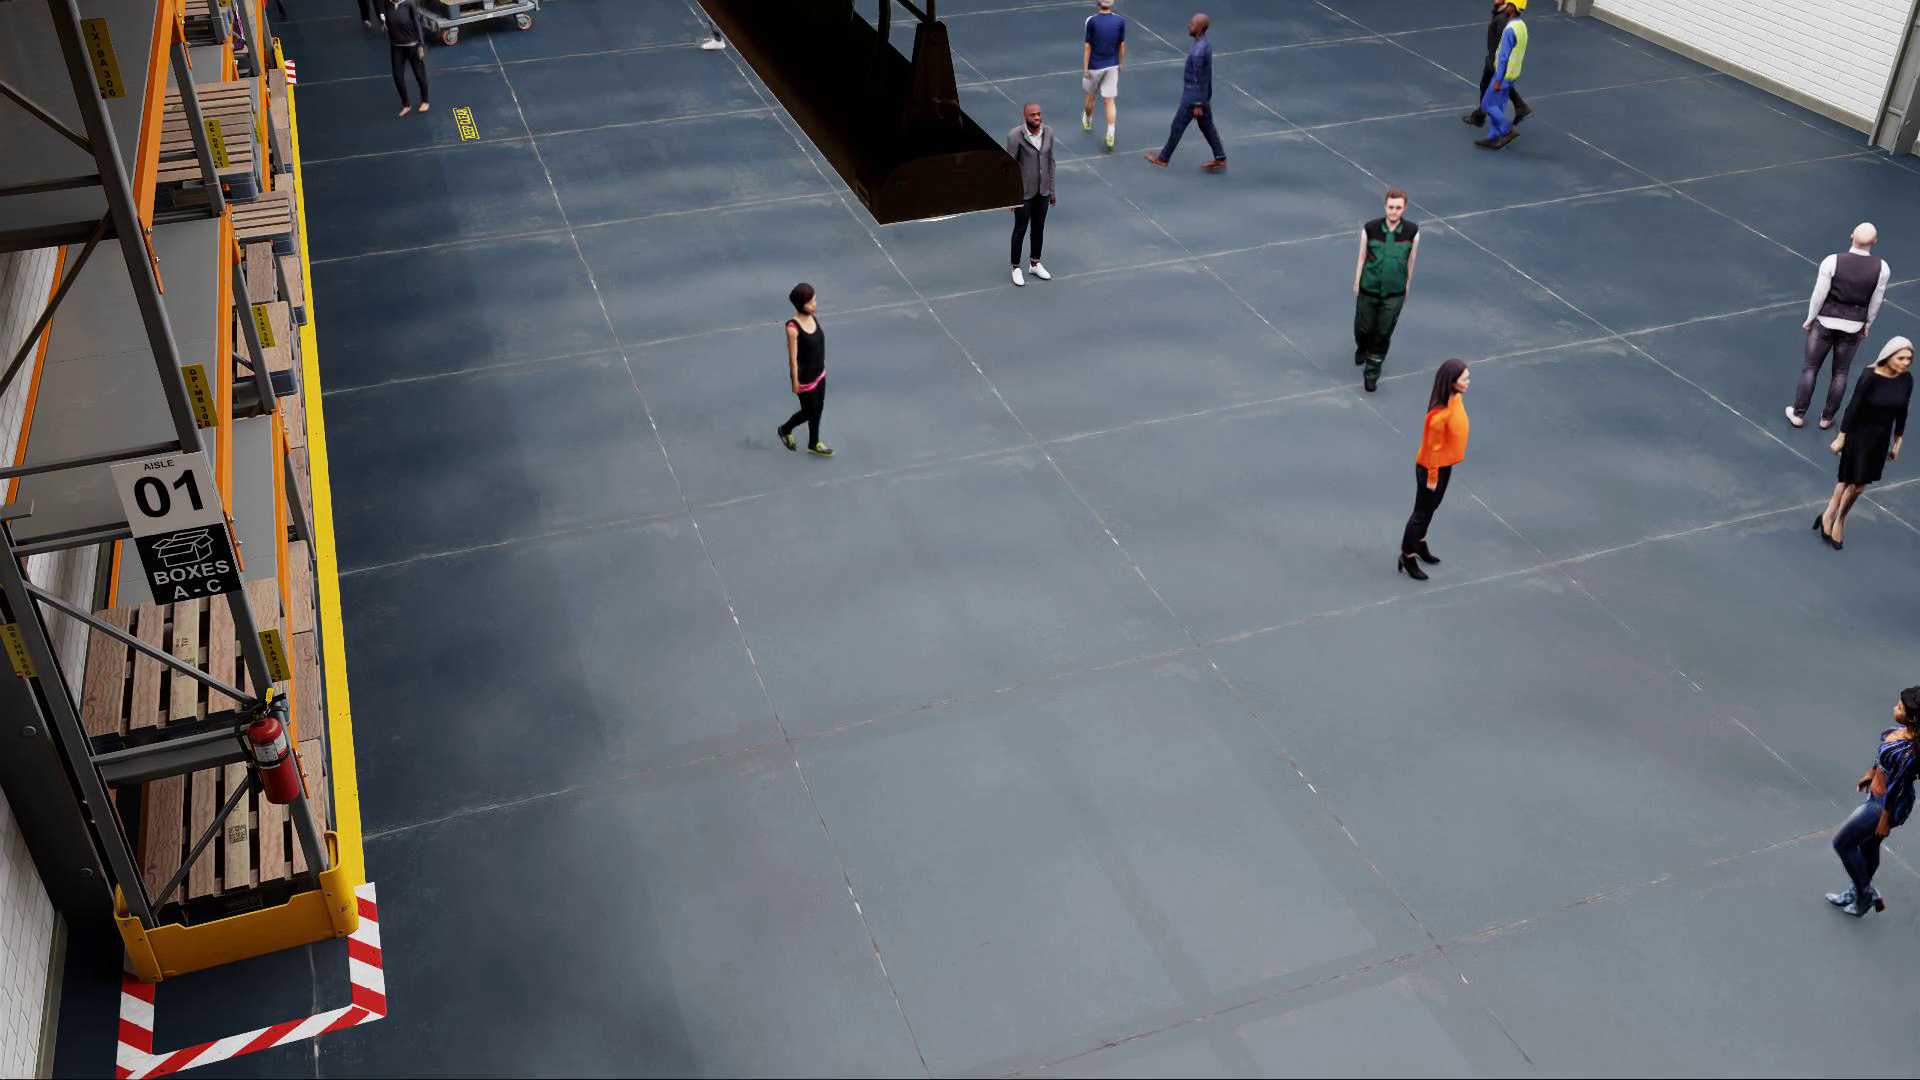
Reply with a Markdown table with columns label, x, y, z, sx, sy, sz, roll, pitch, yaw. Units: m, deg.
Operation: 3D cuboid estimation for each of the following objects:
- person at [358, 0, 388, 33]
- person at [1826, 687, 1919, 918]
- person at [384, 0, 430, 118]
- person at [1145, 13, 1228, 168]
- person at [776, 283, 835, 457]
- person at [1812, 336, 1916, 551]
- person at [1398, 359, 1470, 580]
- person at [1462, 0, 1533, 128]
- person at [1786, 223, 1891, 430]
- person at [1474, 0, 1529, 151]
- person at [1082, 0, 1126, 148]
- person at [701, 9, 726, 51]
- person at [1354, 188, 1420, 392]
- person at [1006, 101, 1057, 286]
| label | x | y | z | sx | sy | sz | roll | pitch | yaw |
| --- | --- | --- | --- | --- | --- | --- | --- | --- | --- |
| person | -8.369 | -7.995 | 23.402 | 0.688 | 1.658 | 1.022 | -14 | 36 | -20 |
| person | 5.185 | 1.486 | 9.180 | 0.767 | 1.611 | 0.733 | 22 | 39 | 29 |
| person | -6.833 | -6.174 | 20.618 | 0.820 | 1.707 | 0.884 | 4 | 34 | 5 |
| person | 2.757 | -5.022 | 18.828 | 1.177 | 1.769 | 1.217 | 9 | 35 | 13 |
| person | -1.304 | -1.389 | 13.567 | 0.807 | 1.543 | 0.750 | 14 | 36 | 20 |
| person | 6.729 | -0.766 | 12.455 | 0.669 | 1.736 | 0.742 | -5 | 34 | -7 |
| person | 3.448 | -0.529 | 12.089 | 0.747 | 1.746 | 0.707 | 18 | 38 | 25 |
| person | 6.584 | -5.810 | 20.030 | 1.107 | 1.752 | 1.027 | 13 | 36 | 18 |
| person | 7.333 | -1.784 | 13.909 | 0.783 | 1.822 | 0.808 | 9 | 35 | 14 |
| person | 6.441 | -5.423 | 19.407 | 0.929 | 1.797 | 0.869 | 18 | 37 | 25 |
| person | 1.706 | -5.514 | 19.550 | 0.850 | 1.789 | 1.260 | -4 | 34 | -5 |
| person | -3.443 | -7.646 | 22.718 | 0.882 | 1.835 | 0.767 | 14 | 36 | 20 |
| person | 3.709 | -2.229 | 14.571 | 0.891 | 1.830 | 1.009 | 6 | 34 | 9 |
| person | 0.689 | -3.438 | 16.401 | 0.743 | 1.818 | 0.637 | -16 | 37 | -23 |
